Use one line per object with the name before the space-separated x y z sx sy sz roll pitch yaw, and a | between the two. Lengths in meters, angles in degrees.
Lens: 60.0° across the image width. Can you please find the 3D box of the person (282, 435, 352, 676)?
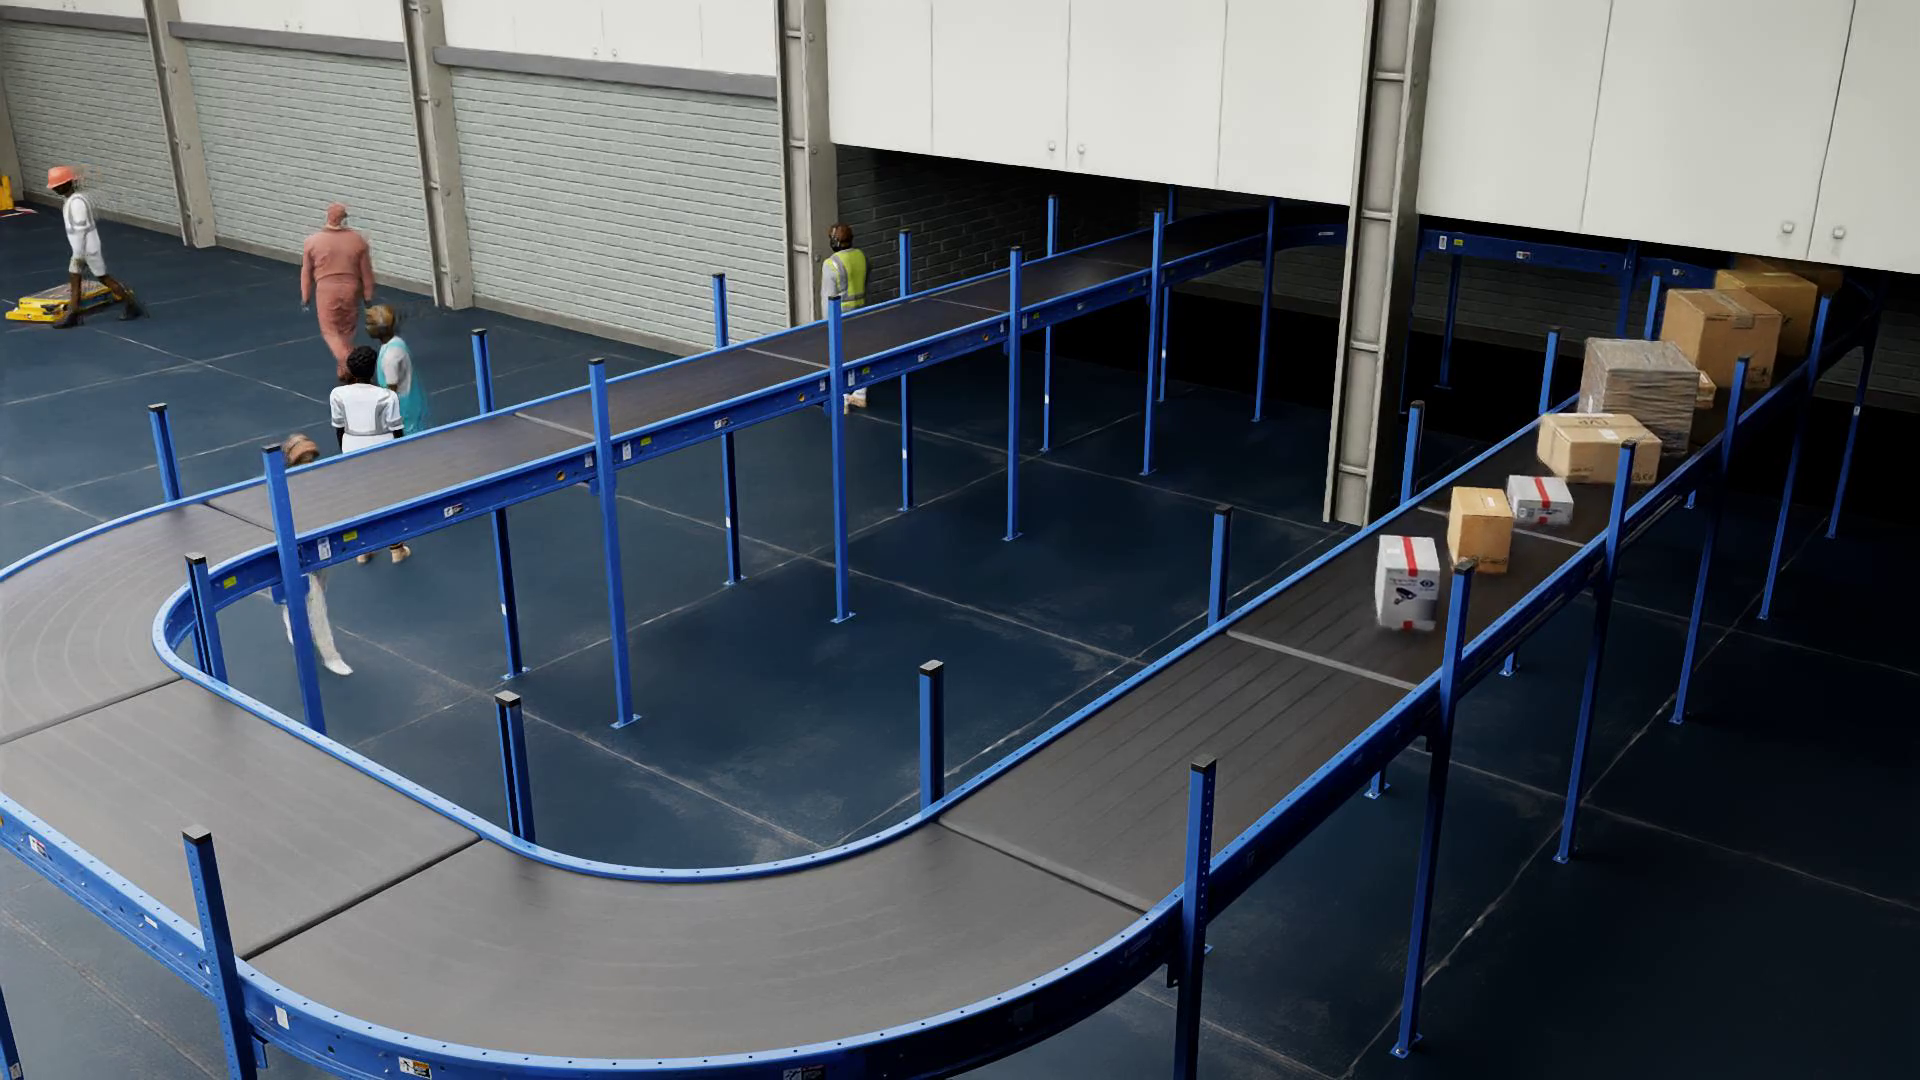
person | -4.320 0.047 10.883 0.803 1.601 0.576 13 25 30

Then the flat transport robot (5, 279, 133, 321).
flat transport robot | -10.825 -2.929 20.229 0.652 0.197 1.431 4 22 11

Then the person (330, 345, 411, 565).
person | -4.404 -0.624 12.472 0.535 1.690 0.319 0 21 1

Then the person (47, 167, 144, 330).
person | -10.135 -3.410 19.305 0.987 1.879 0.584 -16 26 -35

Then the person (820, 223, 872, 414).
person | -1.130 -2.153 16.148 0.429 1.839 0.634 16 27 35

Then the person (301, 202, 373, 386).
person | -6.356 -2.497 16.991 0.721 1.880 0.598 -11 24 -26
